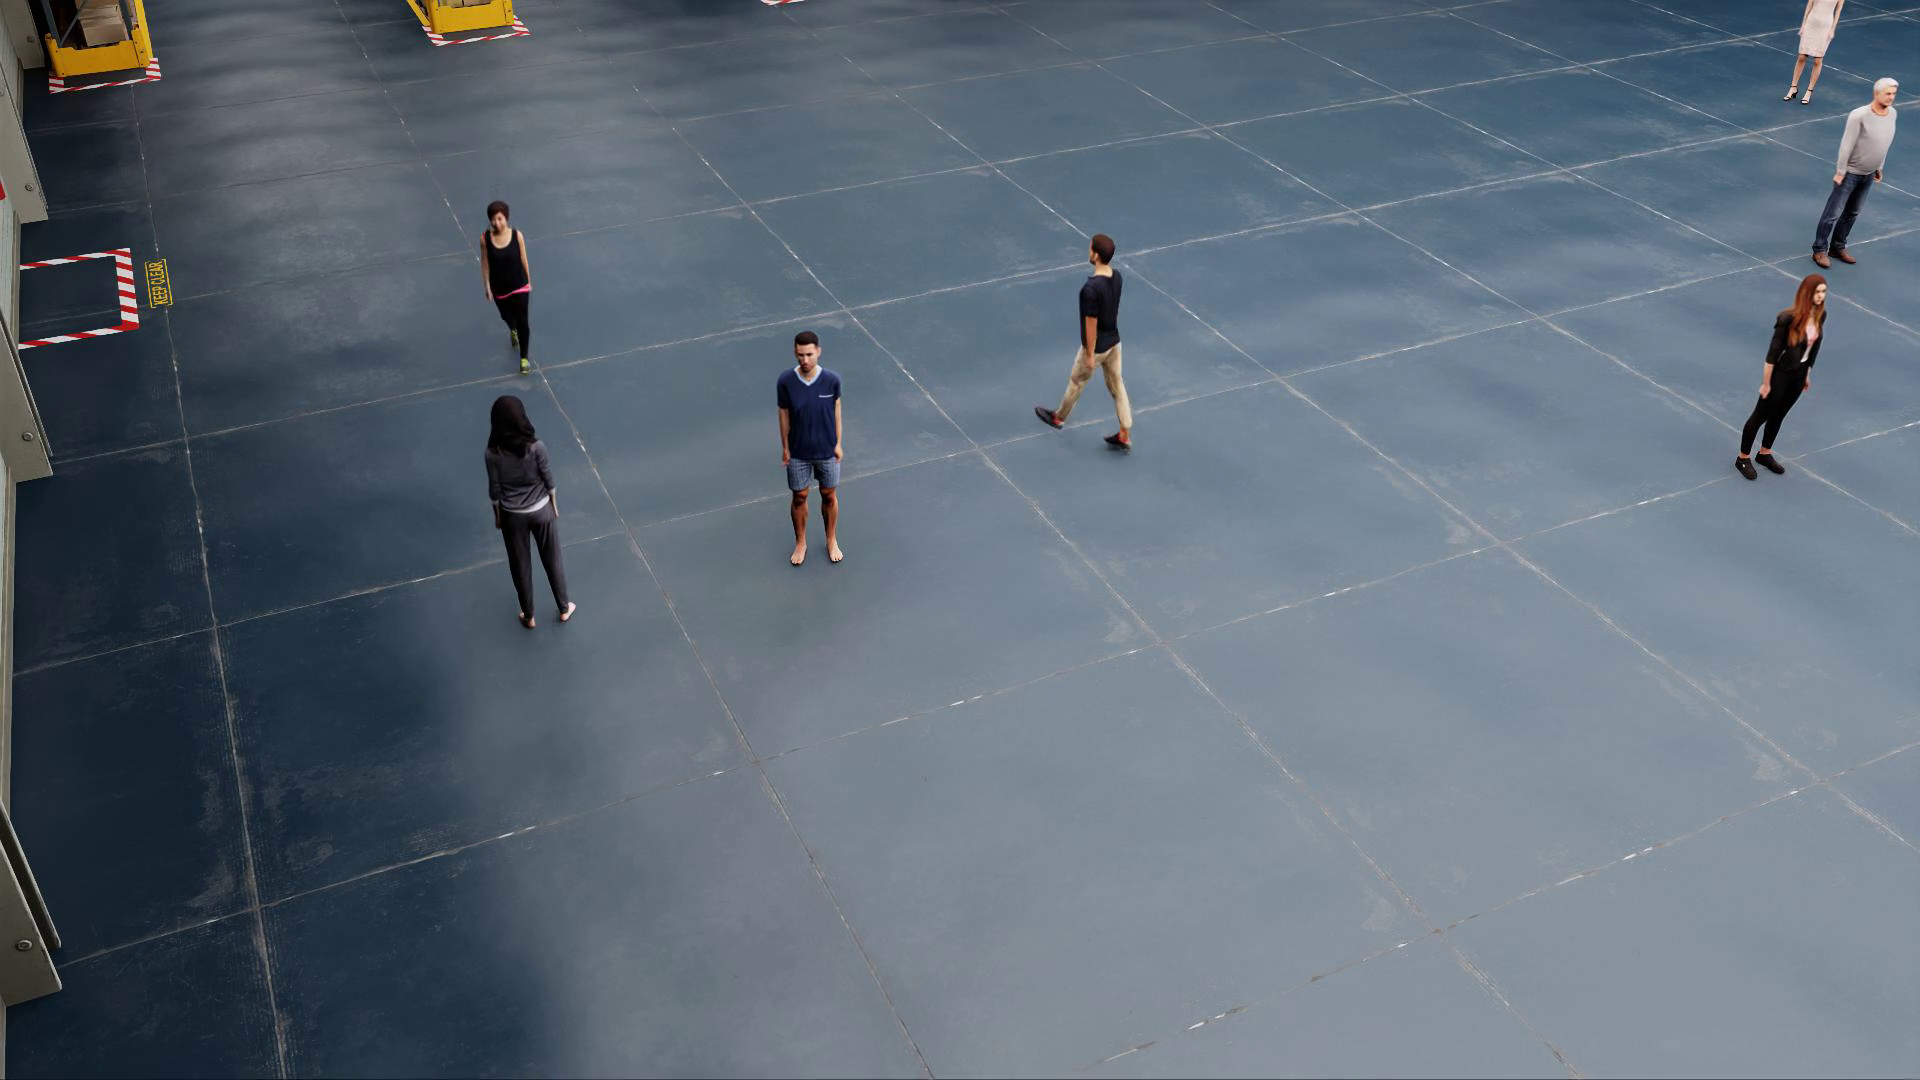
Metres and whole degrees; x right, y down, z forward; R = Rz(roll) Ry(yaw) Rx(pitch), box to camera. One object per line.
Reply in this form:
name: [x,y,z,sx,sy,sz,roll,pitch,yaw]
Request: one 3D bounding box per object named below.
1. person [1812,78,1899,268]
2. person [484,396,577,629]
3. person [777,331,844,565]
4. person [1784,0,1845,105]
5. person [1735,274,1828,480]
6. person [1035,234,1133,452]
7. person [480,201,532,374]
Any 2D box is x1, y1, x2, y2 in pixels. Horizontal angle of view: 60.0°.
person: [8.994,-3.704,16.679,0.750,1.911,0.652,-10,34,-15]
person: [-2.969,-0.176,11.391,0.638,1.762,0.574,-8,34,-12]
person: [-1.078,-0.686,12.095,0.682,1.849,0.660,-4,33,-6]
person: [10.818,-6.432,20.949,0.557,1.830,0.697,27,42,35]
person: [6.539,-1.317,13.190,0.623,1.713,0.553,-10,34,-15]
person: [1.211,-1.536,13.434,1.227,1.814,0.980,24,40,32]
person: [-4.040,-2.320,14.908,0.708,1.522,1.061,-5,33,-8]
